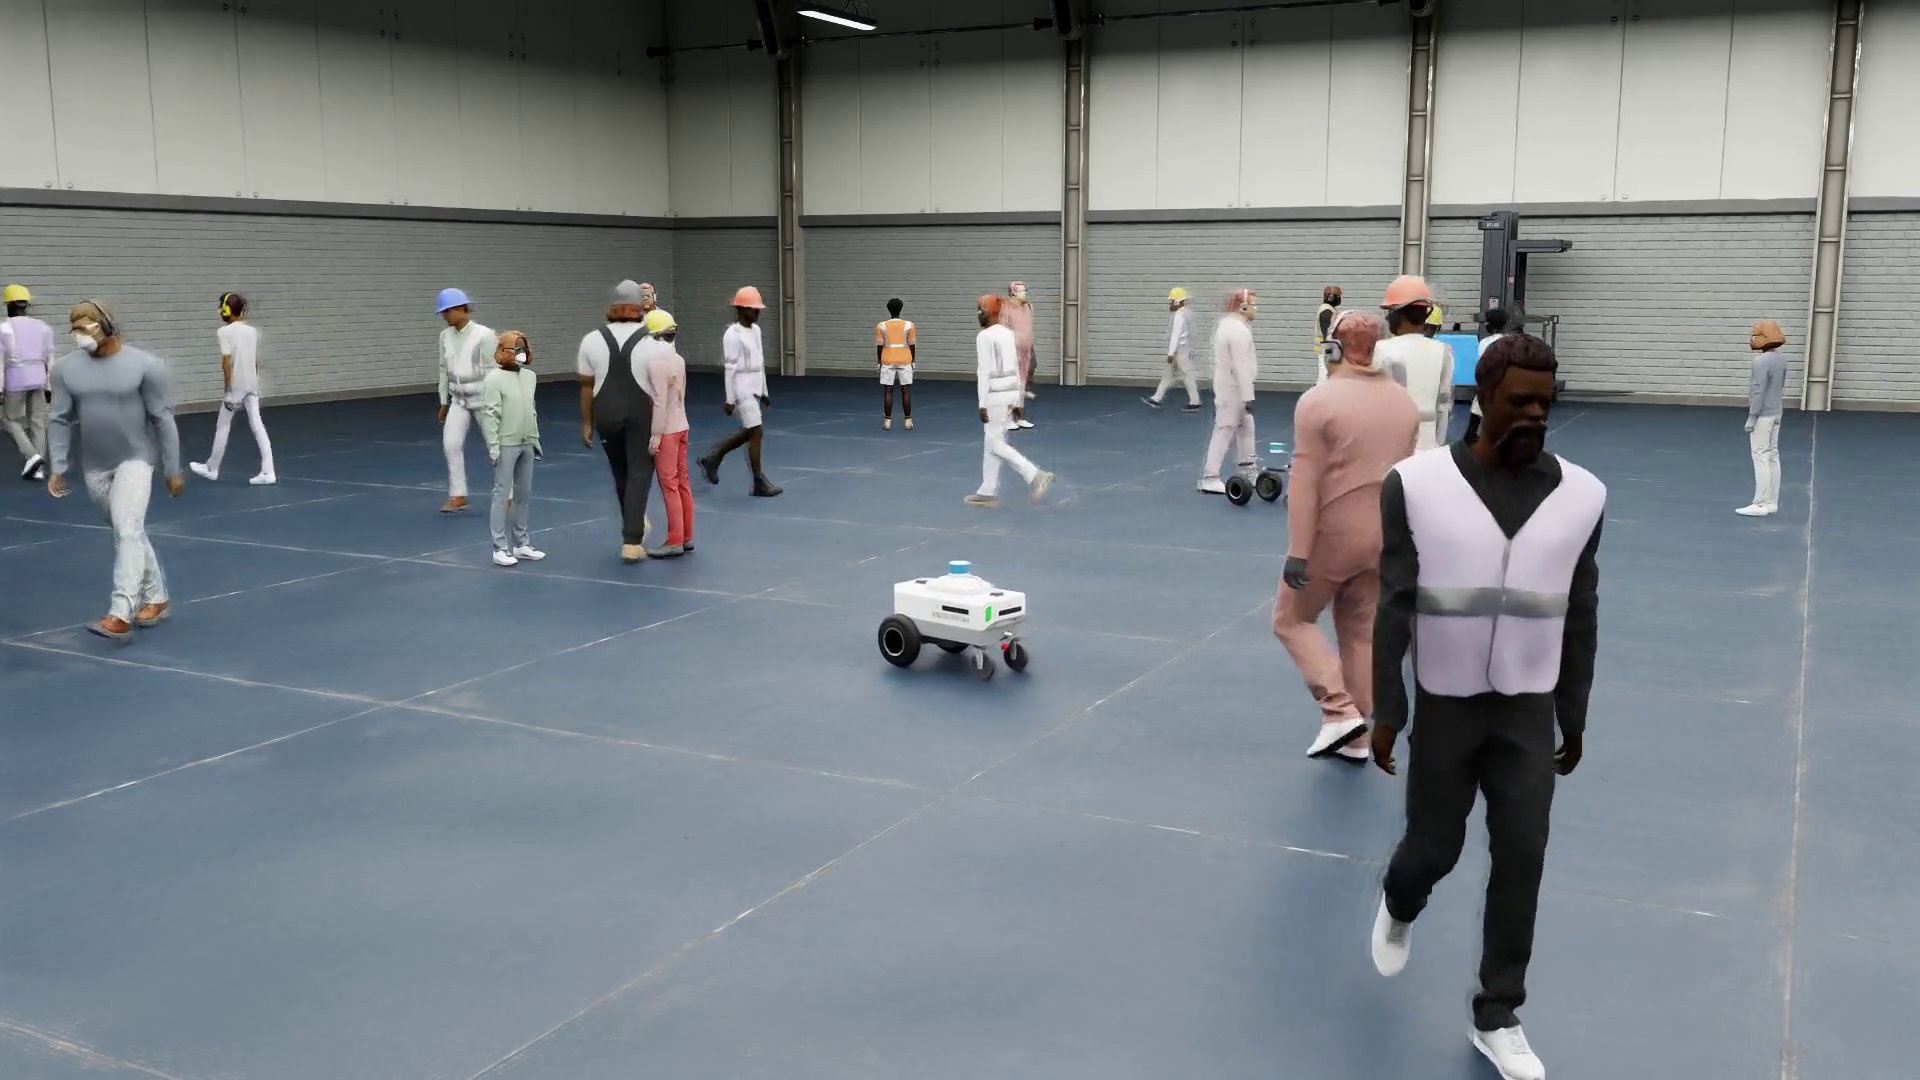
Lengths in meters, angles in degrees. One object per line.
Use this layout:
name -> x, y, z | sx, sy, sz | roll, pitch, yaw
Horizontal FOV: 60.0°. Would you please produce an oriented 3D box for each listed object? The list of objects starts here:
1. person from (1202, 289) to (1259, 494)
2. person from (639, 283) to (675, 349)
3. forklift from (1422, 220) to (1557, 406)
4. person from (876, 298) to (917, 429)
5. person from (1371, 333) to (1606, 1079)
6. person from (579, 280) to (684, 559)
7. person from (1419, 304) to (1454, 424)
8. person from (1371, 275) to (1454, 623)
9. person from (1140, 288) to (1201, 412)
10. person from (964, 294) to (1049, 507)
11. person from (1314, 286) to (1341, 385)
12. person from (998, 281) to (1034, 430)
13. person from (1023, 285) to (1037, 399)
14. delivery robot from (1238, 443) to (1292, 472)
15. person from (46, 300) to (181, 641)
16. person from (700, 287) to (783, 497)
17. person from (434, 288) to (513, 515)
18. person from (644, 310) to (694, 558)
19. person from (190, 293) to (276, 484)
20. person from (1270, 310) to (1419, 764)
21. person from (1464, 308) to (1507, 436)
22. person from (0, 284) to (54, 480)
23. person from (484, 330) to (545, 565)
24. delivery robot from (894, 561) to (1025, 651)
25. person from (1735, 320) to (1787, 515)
person -> 2.629, -1.363, 15.320 | 0.839, 1.871, 0.670 | 0, 9, 1
person -> -3.462, -1.880, 18.425 | 0.640, 1.909, 0.409 | -3, 10, -15
forklift -> 8.245, -3.527, 25.720 | 1.873, 2.768, 1.129 | 5, 10, 27
person -> -0.827, -2.286, 21.587 | 0.531, 1.693, 0.320 | 0, 9, -1
person -> 1.358, 0.402, 4.379 | 0.605, 1.898, 0.651 | 0, 9, -2
person -> -2.352, -0.891, 12.044 | 0.703, 2.000, 1.042 | 1, 9, 6
person -> 3.999, -1.142, 14.319 | 0.523, 1.763, 0.329 | -2, 9, -9
person -> 2.524, -0.477, 9.410 | 0.629, 2.025, 0.530 | -5, 11, -29
person -> 3.106, -2.773, 24.276 | 0.931, 1.784, 0.621 | 2, 9, 13
person -> 0.411, -1.200, 14.409 | 0.776, 1.857, 0.606 | 5, 11, 29
person -> 5.087, -2.571, 22.892 | 0.429, 1.844, 0.621 | 2, 9, 10
person -> 0.743, -2.398, 21.605 | 0.409, 1.913, 0.647 | 7, 11, 35
person -> 1.002, -3.123, 26.334 | 0.535, 1.823, 0.569 | -6, 11, -32
delivery robot -> 2.764, -0.735, 14.562 | 0.335, 0.223, 0.698 | -8, 12, -40
person -> -4.746, -0.386, 9.284 | 0.639, 1.874, 1.042 | 0, 9, 1
person -> -2.042, -1.366, 15.270 | 0.847, 1.907, 0.578 | 3, 10, 17
person -> -4.125, -1.148, 13.957 | 0.620, 1.902, 0.629 | 4, 10, 23
person -> -2.129, -0.763, 11.976 | 0.329, 1.765, 0.533 | 2, 9, 11
person -> -7.015, -1.453, 16.022 | 0.967, 1.823, 0.558 | 4, 10, 21
person -> 1.576, -0.002, 6.895 | 0.666, 1.888, 0.436 | -6, 11, -31
person -> 5.536, -1.592, 17.421 | 0.552, 1.648, 0.868 | -6, 11, -33
person -> -9.150, -1.531, 16.238 | 0.412, 1.913, 0.618 | 6, 11, 31
person -> -3.134, -0.655, 11.708 | 0.266, 1.631, 0.507 | 4, 10, 26
delivery robot -> -0.005, 0.352, 8.657 | 0.707, 0.478, 0.477 | 8, 12, 41
person -> 6.762, -1.027, 14.002 | 0.507, 1.631, 0.271 | -8, 12, -41
